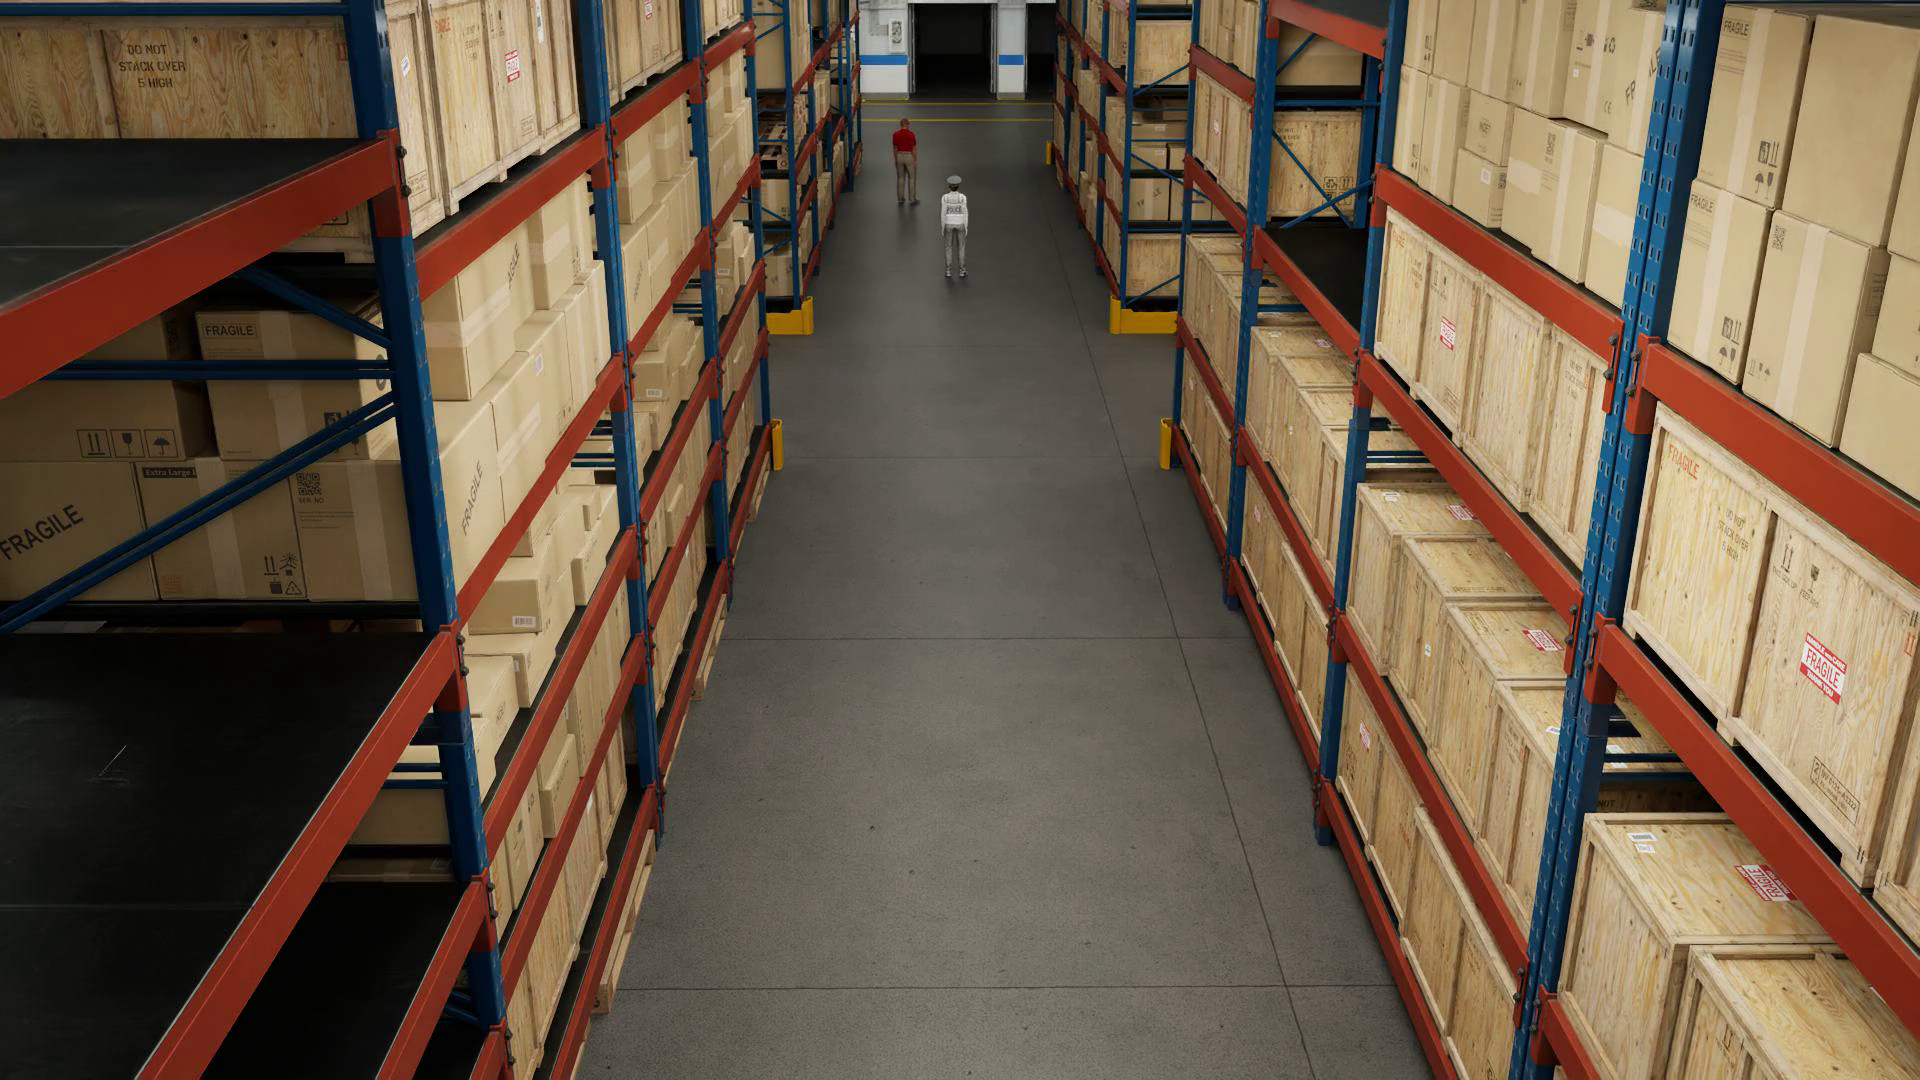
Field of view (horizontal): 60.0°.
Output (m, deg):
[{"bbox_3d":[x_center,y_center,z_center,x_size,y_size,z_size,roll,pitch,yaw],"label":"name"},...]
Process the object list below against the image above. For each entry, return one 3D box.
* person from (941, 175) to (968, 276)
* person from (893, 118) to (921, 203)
[{"bbox_3d":[-0.089,-5.286,28.031,0.458,1.689,0.370,0,22,1],"label":"person"},{"bbox_3d":[-1.116,-7.897,34.595,0.519,1.728,0.382,8,23,20],"label":"person"}]
